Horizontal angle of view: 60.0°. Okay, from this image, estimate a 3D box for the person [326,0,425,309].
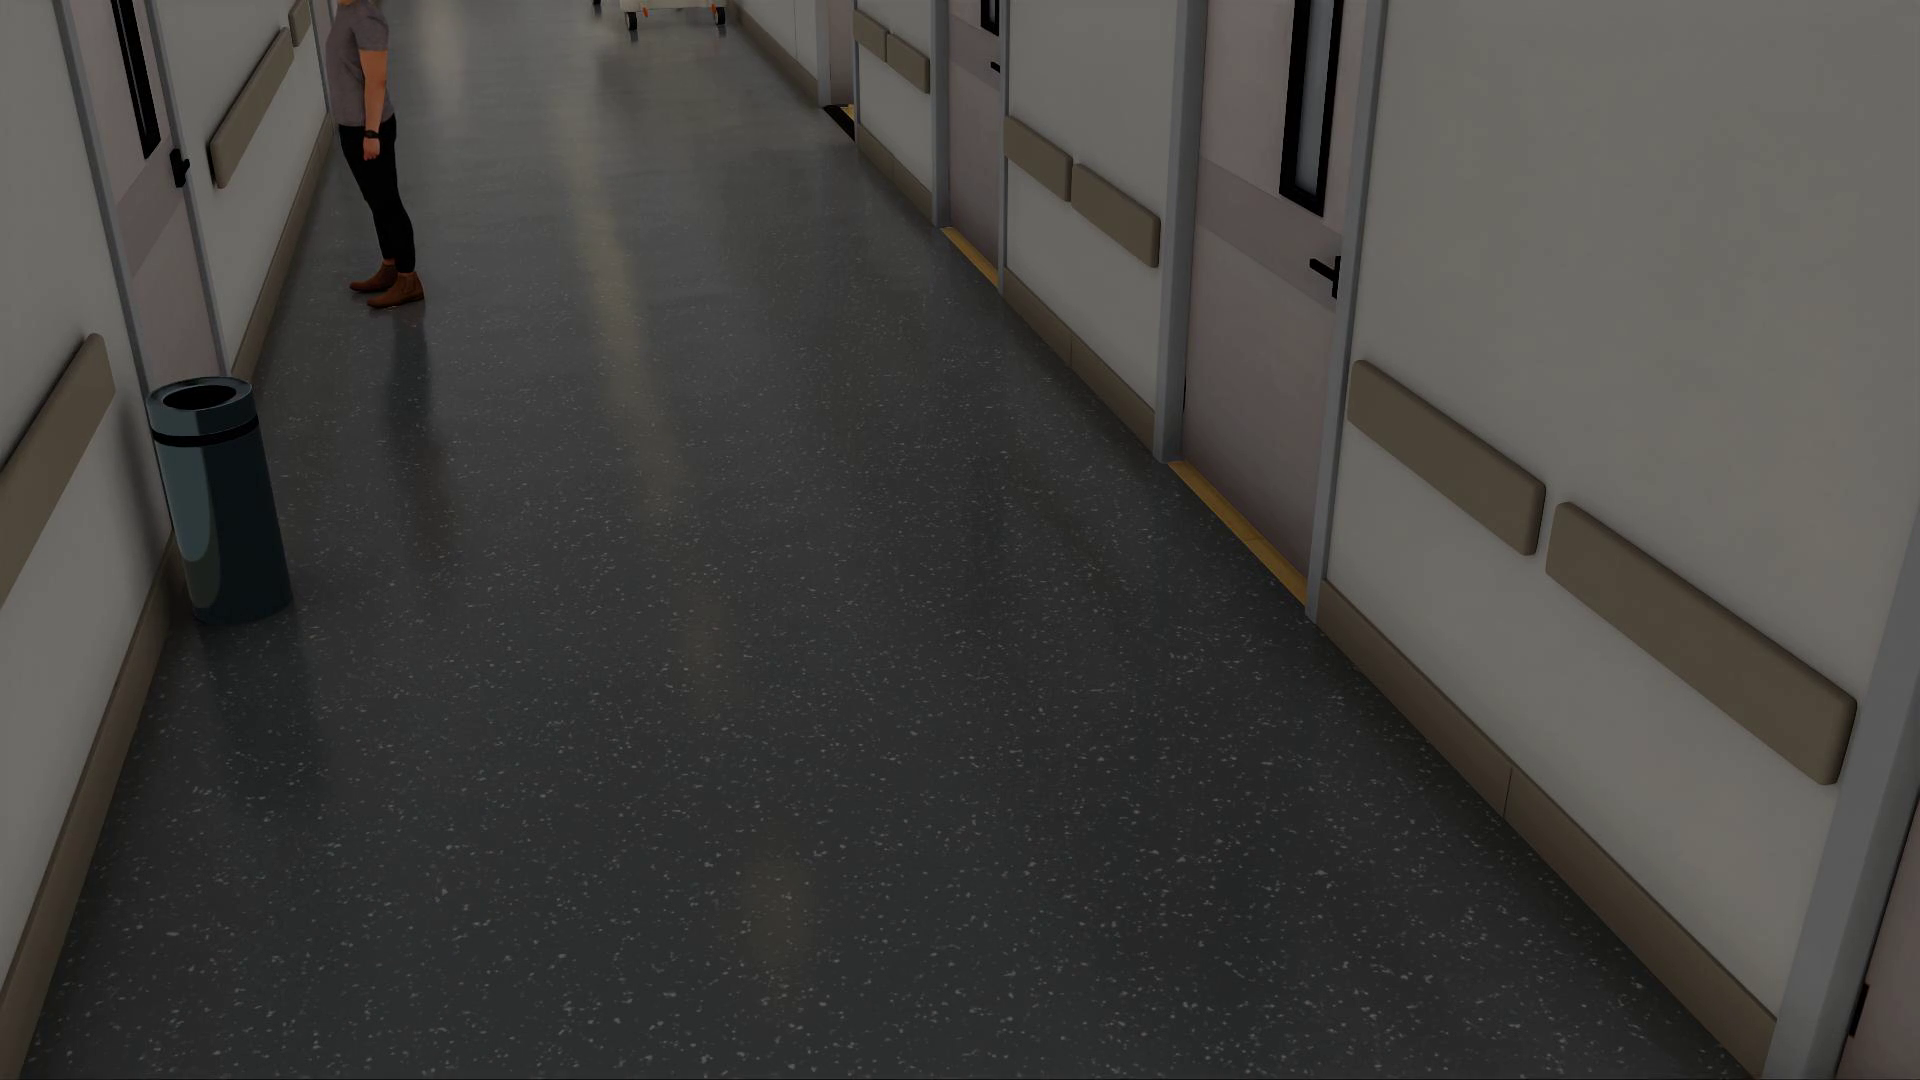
[{"bbox_3d":[-2.800,-1.982,7.871,0.613,1.718,0.657,-14,29,-27],"label":"person"}]
